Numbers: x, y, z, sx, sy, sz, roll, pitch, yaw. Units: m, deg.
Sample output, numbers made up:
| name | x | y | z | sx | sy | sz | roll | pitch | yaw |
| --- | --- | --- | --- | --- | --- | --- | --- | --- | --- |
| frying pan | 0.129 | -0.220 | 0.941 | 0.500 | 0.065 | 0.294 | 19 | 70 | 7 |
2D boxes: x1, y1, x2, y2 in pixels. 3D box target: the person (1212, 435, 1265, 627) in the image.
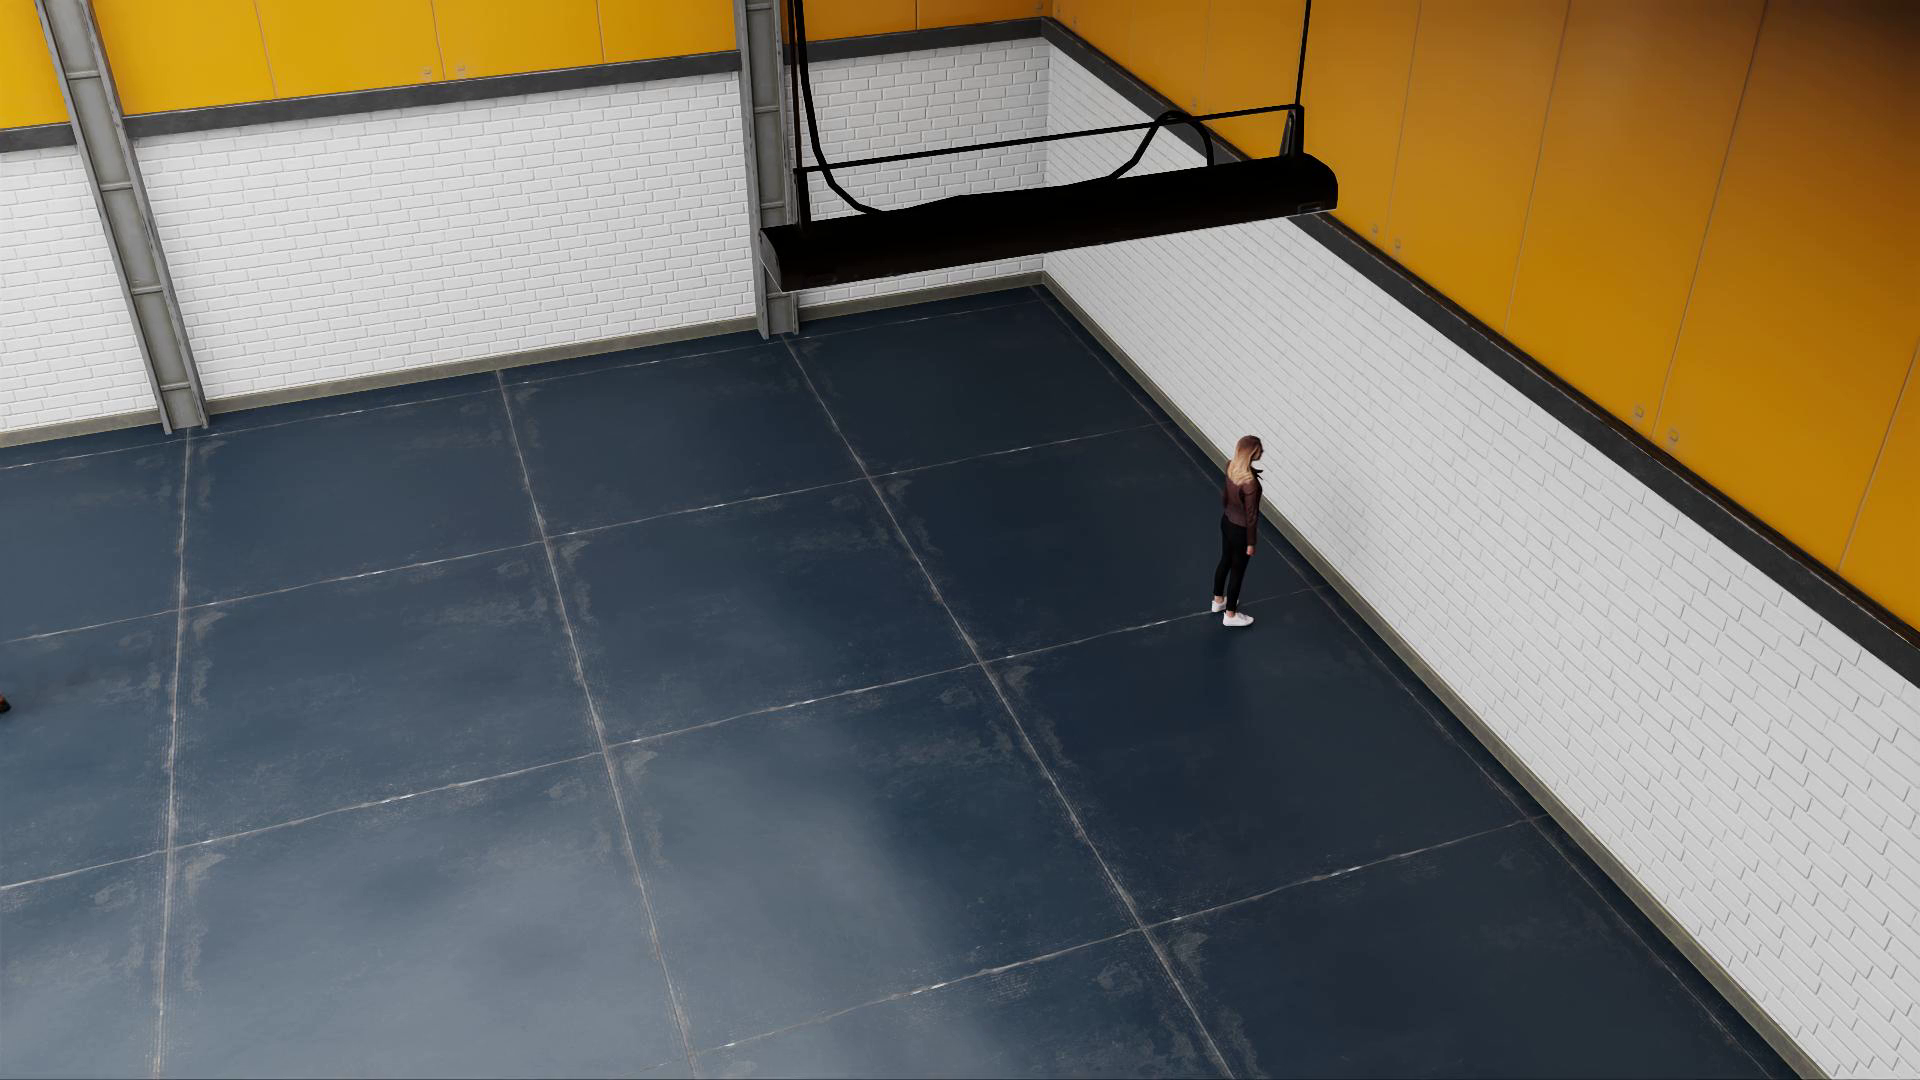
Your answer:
| name | x | y | z | sx | sy | sz | roll | pitch | yaw |
| --- | --- | --- | --- | --- | --- | --- | --- | --- | --- |
| person | 2.214 | -0.090 | 13.268 | 0.498 | 1.704 | 0.612 | -9 | 35 | -14 |
